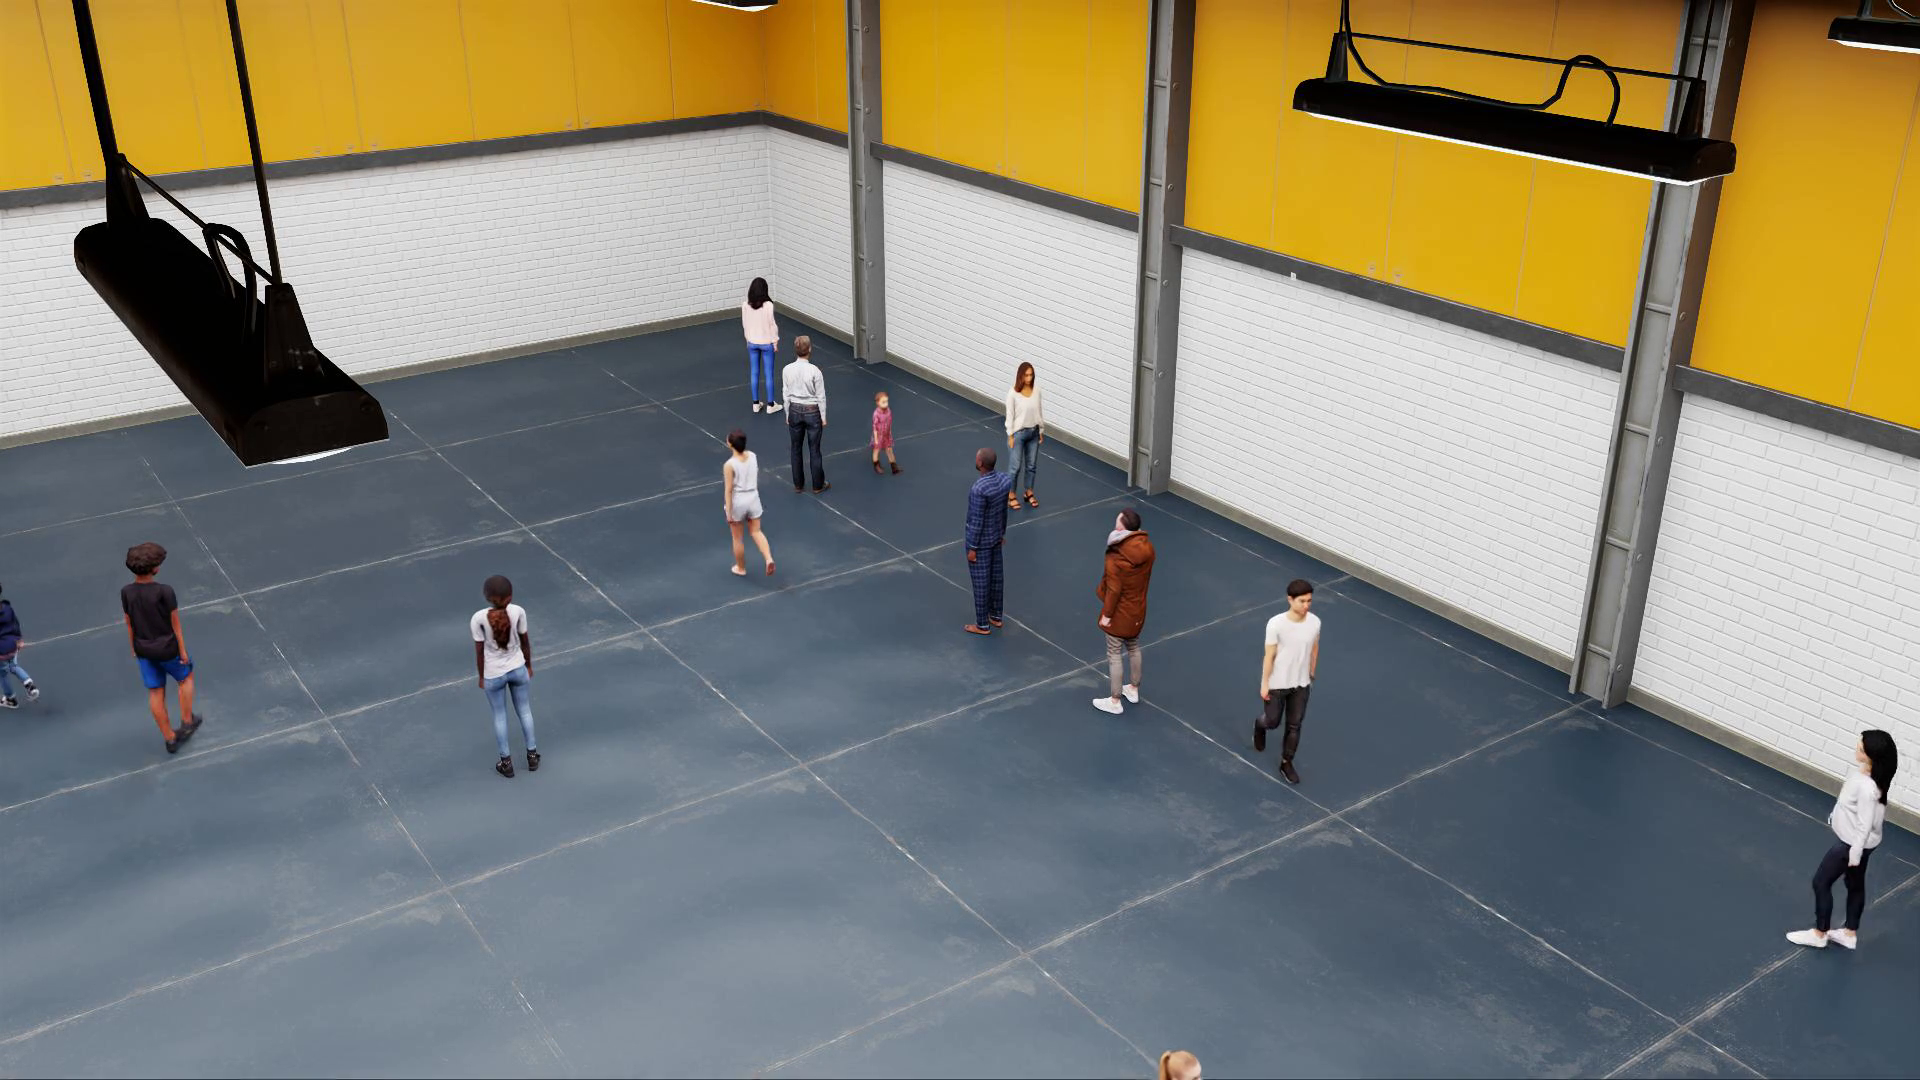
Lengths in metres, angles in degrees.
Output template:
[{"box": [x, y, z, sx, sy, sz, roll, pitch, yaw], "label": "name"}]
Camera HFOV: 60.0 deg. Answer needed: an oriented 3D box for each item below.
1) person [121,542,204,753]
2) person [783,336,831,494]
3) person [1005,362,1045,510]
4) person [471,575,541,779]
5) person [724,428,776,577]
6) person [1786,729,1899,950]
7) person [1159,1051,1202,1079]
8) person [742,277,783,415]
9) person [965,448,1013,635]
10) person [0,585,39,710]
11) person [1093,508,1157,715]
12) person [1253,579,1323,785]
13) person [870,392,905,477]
[{"box": [-6.504, 0.914, 13.424, 0.828, 1.774, 0.893, -1, 24, -3], "label": "person"}, {"box": [-1.742, -1.420, 18.705, 0.723, 1.820, 0.793, 5, 24, 12], "label": "person"}, {"box": [0.705, -1.164, 18.299, 0.643, 1.678, 0.588, -12, 26, -25], "label": "person"}, {"box": [-3.596, 1.061, 13.158, 0.606, 1.718, 0.546, -12, 27, -26], "label": "person"}, {"box": [-2.098, -0.335, 16.506, 0.640, 1.593, 0.843, -21, 31, -39], "label": "person"}, {"box": [6.006, 2.011, 11.016, 0.754, 1.692, 0.743, 17, 29, 34], "label": "person"}, {"box": [1.077, 3.215, 8.791, 0.659, 1.268, 0.584, 18, 29, 35], "label": "person"}, {"box": [-2.540, -2.489, 21.216, 0.676, 1.768, 0.785, 9, 25, 20], "label": "person"}, {"box": [0.238, -0.006, 15.464, 0.708, 1.824, 0.744, 18, 30, 36], "label": "person"}, {"box": [-8.133, 0.893, 14.168, 0.732, 1.216, 0.667, 8, 25, 17], "label": "person"}, {"box": [1.398, 0.589, 14.084, 0.771, 1.839, 0.764, 21, 31, 39], "label": "person"}, {"box": [2.561, 1.065, 13.162, 0.835, 1.707, 0.971, -5, 24, -11], "label": "person"}, {"box": [-0.930, -1.247, 19.331, 0.447, 1.003, 0.702, -17, 29, -34], "label": "person"}]
